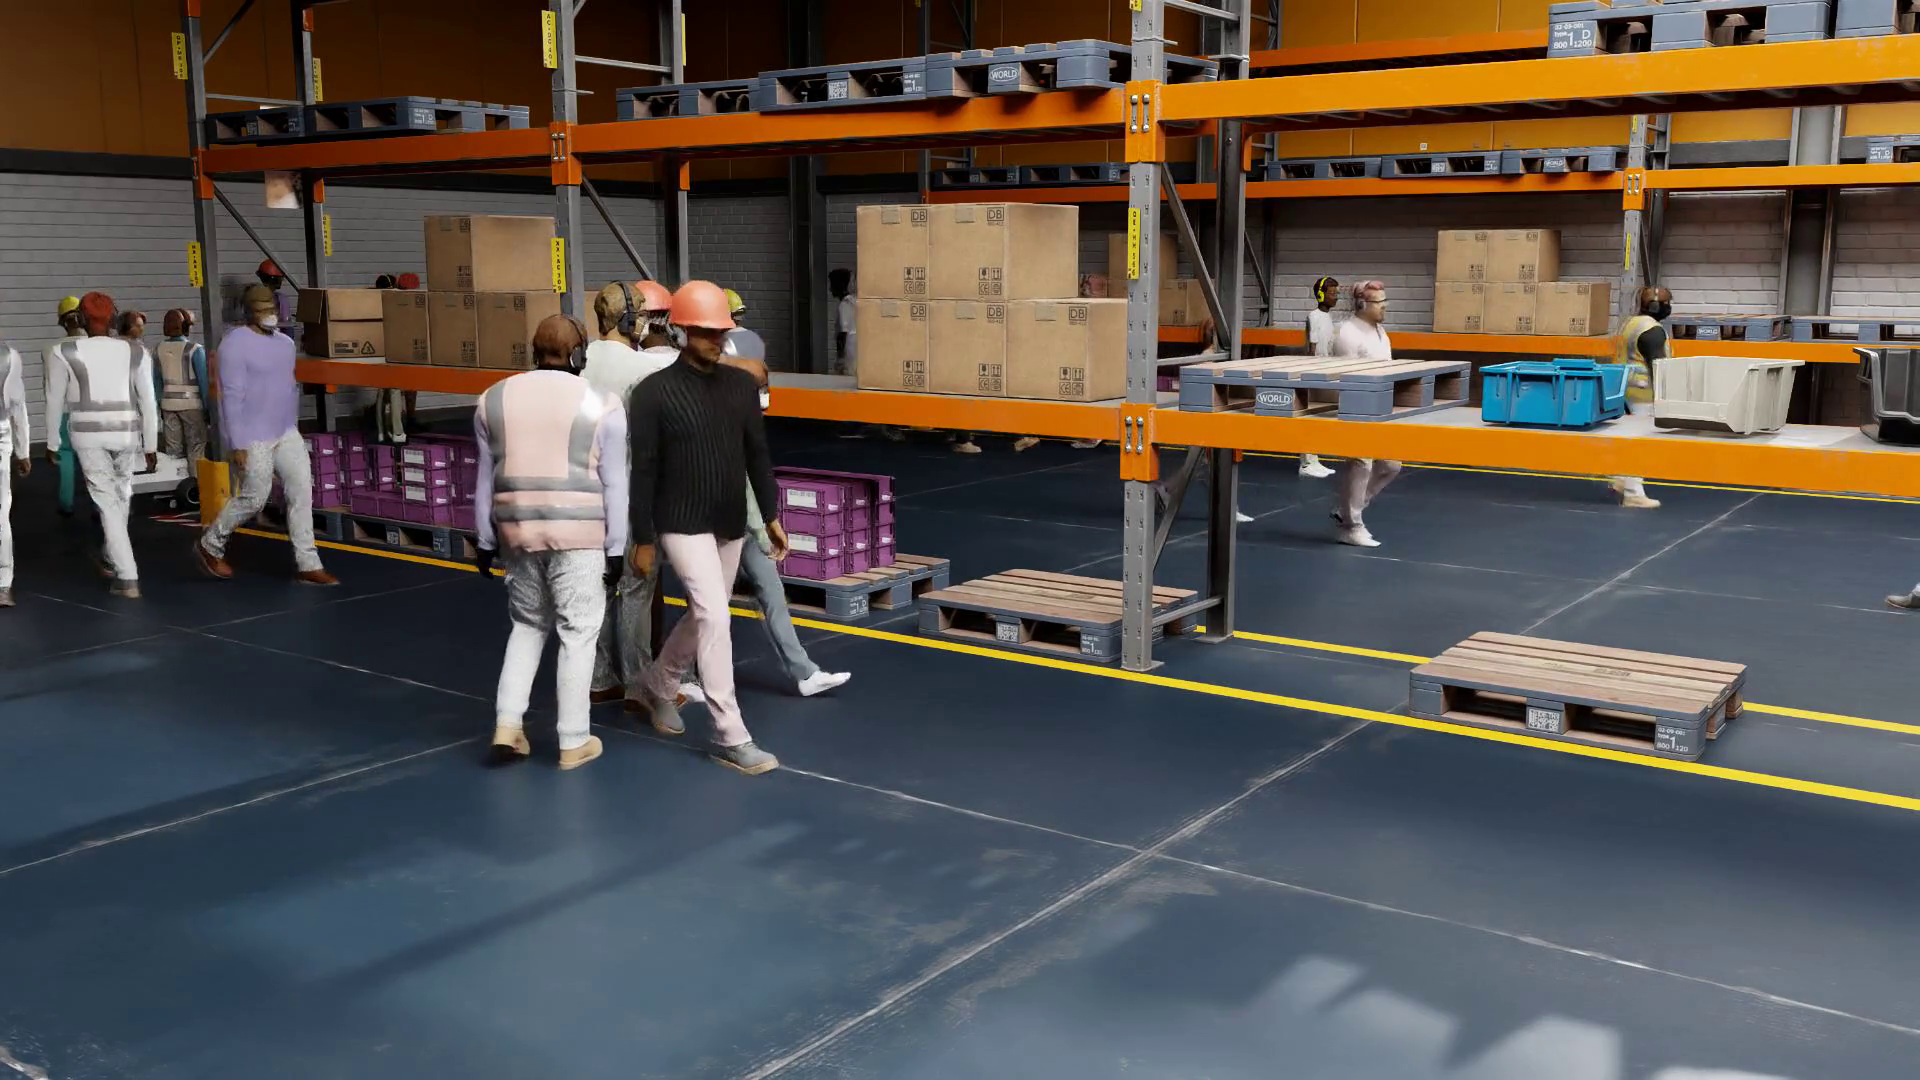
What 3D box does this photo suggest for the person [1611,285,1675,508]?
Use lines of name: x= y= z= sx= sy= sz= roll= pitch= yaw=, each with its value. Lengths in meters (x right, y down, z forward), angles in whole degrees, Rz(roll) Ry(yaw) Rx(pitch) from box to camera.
person: x=5.623 y=-1.164 z=13.614 sx=0.448 sy=1.824 sz=0.629 roll=2 pitch=10 yaw=14

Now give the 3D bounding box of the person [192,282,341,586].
person: x=-4.367 y=-0.636 z=10.285 sx=0.888 sy=1.907 sz=0.646 roll=3 pitch=10 yaw=16

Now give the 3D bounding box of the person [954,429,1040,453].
person: x=0.350 y=-1.906 z=17.388 sx=0.985 sy=2.000 sz=0.698 roll=5 pitch=11 yaw=29

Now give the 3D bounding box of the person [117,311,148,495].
person: x=-7.213 y=-1.177 z=14.387 sx=0.595 sy=1.589 sz=0.517 roll=0 pitch=10 yaw=1

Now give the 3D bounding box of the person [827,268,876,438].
person: x=-1.279 y=-2.126 z=18.981 sx=0.447 sy=1.943 sz=0.622 roll=1 pitch=10 yaw=5

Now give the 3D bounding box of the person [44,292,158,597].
person: x=-5.300 y=-0.599 z=10.248 sx=1.013 sy=1.822 sz=0.581 roll=9 pitch=13 yaw=42

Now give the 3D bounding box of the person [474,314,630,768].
person: x=-1.634 y=0.011 z=6.665 sx=0.642 sy=1.811 sz=0.516 roll=1 pitch=10 yaw=7

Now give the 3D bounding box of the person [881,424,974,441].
person: x=-0.403 y=-2.053 z=18.584 sx=1.018 sy=1.943 sz=0.627 roll=2 pitch=10 yaw=13

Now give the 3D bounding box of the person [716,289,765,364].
person: x=-1.644 y=-0.889 z=11.987 sx=0.404 sy=1.826 sz=0.594 roll=6 pitch=11 yaw=30

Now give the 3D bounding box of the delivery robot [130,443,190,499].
delivery robot: x=-6.512 y=-0.539 z=13.389 sx=0.477 sy=0.478 sz=0.707 roll=8 pitch=13 yaw=41

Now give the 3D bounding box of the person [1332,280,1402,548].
person: x=2.880 y=-0.882 z=11.749 sx=0.445 sy=1.884 sz=0.668 roll=7 pitch=12 yaw=35

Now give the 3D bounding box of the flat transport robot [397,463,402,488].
flat transport robot: x=-4.427 y=-0.609 z=14.925 sx=1.431 sy=0.197 sz=0.652 roll=-7 pitch=12 yaw=-35

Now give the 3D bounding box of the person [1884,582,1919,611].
person: x=5.773 y=-0.486 z=9.224 sx=0.613 sy=1.960 sz=0.964 roll=-9 pitch=13 yaw=-42

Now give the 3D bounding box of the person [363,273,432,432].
person: x=-6.579 y=-2.163 z=19.391 sx=0.682 sy=1.890 sz=0.558 roll=-2 pitch=10 yaw=-12

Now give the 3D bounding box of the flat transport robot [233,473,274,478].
flat transport robot: x=-5.579 y=-0.464 z=14.064 sx=1.431 sy=0.197 sz=0.652 roll=-5 pitch=11 yaw=-30

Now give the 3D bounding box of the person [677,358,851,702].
person: x=-0.963 y=-0.029 z=7.554 sx=0.850 sy=1.581 sz=0.496 roll=2 pitch=10 yaw=10

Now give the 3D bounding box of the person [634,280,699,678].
person: x=-1.444 y=-0.268 z=7.968 sx=0.543 sy=1.930 sz=0.372 roll=-7 pitch=12 yaw=-37

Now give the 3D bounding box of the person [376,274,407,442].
person: x=-6.385 y=-2.022 z=18.601 sx=0.521 sy=1.868 sz=0.335 roll=6 pitch=11 yaw=33

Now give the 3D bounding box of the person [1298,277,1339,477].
person: x=3.392 y=-1.529 z=15.657 sx=0.309 sy=1.868 sz=0.535 roll=5 pitch=11 yaw=26

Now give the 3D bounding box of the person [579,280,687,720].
person: x=-1.500 y=-0.176 z=7.386 sx=0.638 sy=1.938 sz=0.357 roll=8 pitch=12 yaw=40

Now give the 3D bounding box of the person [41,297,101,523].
person: x=-6.885 y=-1.019 z=13.005 sx=0.521 sy=1.734 sz=0.785 roll=-7 pitch=12 yaw=-36

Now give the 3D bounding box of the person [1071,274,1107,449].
person: x=1.412 y=-1.882 z=17.699 sx=0.552 sy=1.888 sz=0.658 roll=7 pitch=12 yaw=37

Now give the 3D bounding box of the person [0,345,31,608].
person: x=-5.867 y=-0.540 z=9.902 sx=0.576 sy=1.830 sz=1.020 roll=-5 pitch=11 yaw=-27

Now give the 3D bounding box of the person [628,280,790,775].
person: x=-1.086 y=-0.081 z=6.807 sx=0.974 sy=1.957 sz=0.609 roll=8 pitch=12 yaw=39

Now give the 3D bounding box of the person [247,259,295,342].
person: x=-7.586 y=-2.084 z=18.439 sx=0.614 sy=2.042 sz=0.373 roll=5 pitch=11 yaw=25

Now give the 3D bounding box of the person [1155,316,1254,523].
person: x=1.903 y=-0.945 z=12.941 sx=0.756 sy=1.613 sz=0.522 roll=3 pitch=10 yaw=18

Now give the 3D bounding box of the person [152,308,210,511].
person: x=-6.283 y=-1.049 z=13.480 sx=0.522 sy=1.640 sz=0.306 roll=3 pitch=10 yaw=16
